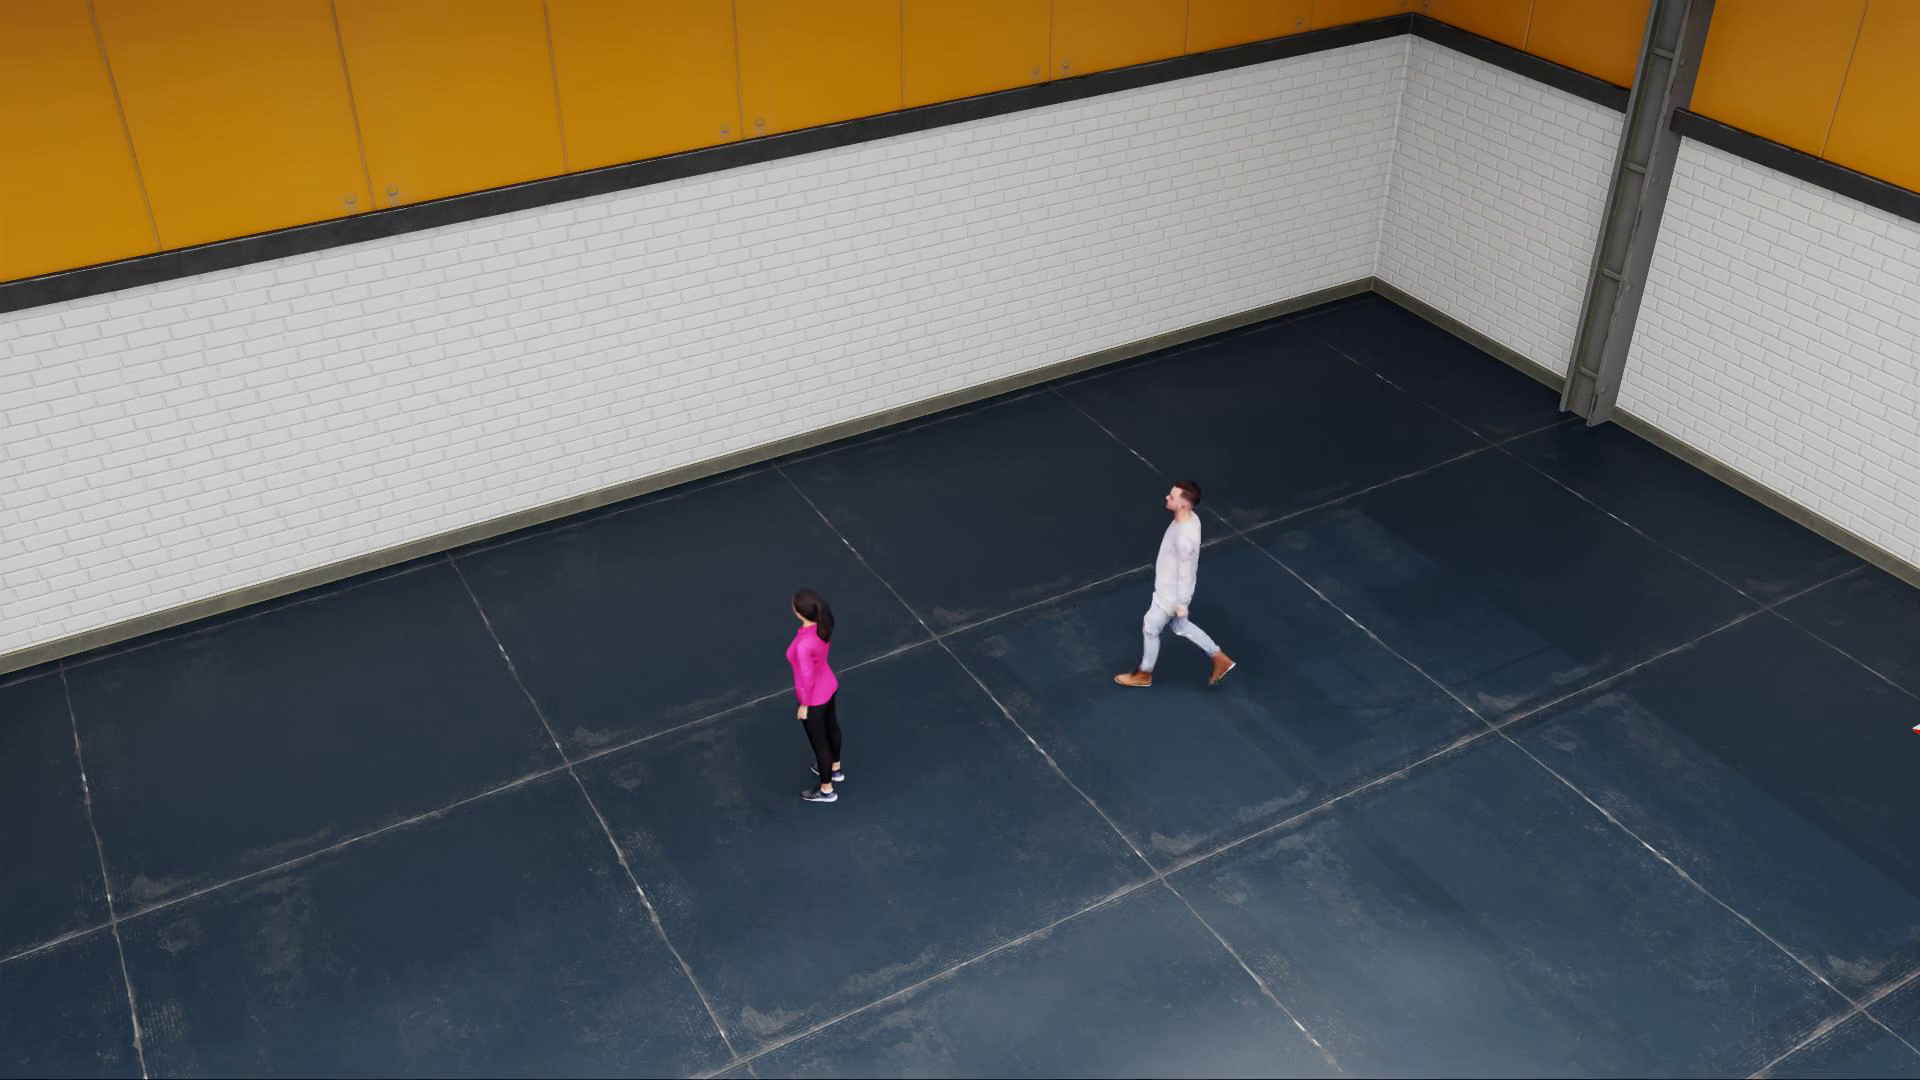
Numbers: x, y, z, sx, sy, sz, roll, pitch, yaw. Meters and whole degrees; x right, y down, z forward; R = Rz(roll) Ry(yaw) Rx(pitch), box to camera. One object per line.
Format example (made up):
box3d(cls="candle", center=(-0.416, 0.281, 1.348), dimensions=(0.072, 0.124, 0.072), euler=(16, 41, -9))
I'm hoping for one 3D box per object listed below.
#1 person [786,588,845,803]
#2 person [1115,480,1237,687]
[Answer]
box3d(cls="person", center=(-0.946, 1.027, 11.146), dimensions=(0.732, 1.698, 0.674), euler=(9, 35, 13))
box3d(cls="person", center=(1.636, 0.351, 12.057), dimensions=(1.188, 1.817, 1.155), euler=(6, 34, 9))
